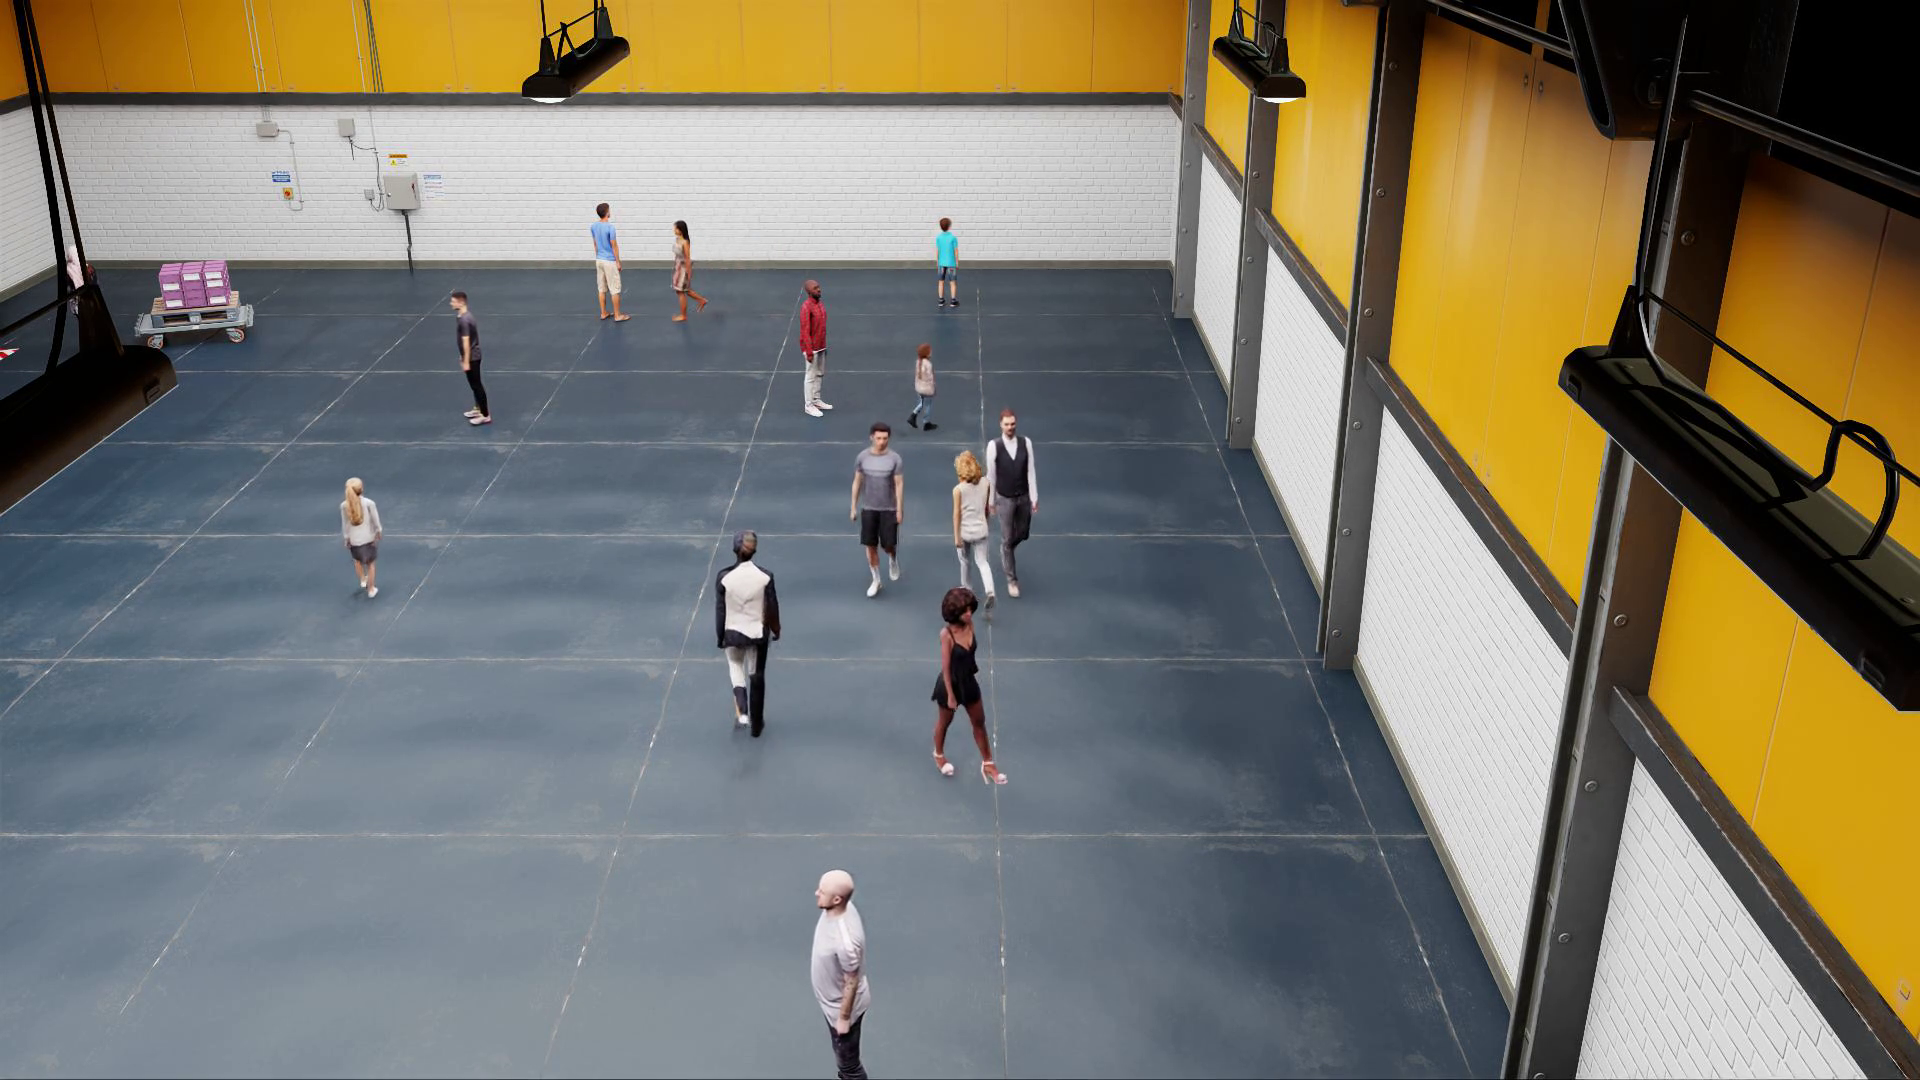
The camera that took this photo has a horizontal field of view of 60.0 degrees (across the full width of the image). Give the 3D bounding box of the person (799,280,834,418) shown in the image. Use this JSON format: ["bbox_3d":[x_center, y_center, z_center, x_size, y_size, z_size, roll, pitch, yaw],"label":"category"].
[{"bbox_3d":[-1.965,-2.604,22.292,0.806,1.819,0.676,10,26,22],"label":"person"}]

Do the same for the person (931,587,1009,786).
[{"bbox_3d":[-0.088,1.187,13.691,1.019,1.763,0.973,20,31,38],"label":"person"}]

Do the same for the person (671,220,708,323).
[{"bbox_3d":[-4.299,-4.274,26.355,0.920,1.625,0.919,-10,26,-23],"label":"person"}]

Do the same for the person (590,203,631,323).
[{"bbox_3d":[-5.594,-4.410,26.368,0.742,1.863,0.745,13,27,27],"label":"person"}]

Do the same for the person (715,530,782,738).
[{"bbox_3d":[-1.838,0.852,14.312,0.725,1.878,0.667,-2,24,-5],"label":"person"}]

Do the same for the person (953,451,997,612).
[{"bbox_3d":[0.161,-0.063,16.705,0.827,1.638,1.073,-9,25,-19],"label":"person"}]

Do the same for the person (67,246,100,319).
[{"bbox_3d":[-12.999,-3.565,24.717,0.752,1.638,0.806,-20,31,-38],"label":"person"}]

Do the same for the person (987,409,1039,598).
[{"bbox_3d":[0.530,-0.455,17.249,0.860,1.921,1.128,-7,25,-16],"label":"person"}]

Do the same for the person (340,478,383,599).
[{"bbox_3d":[-6.145,-0.007,17.052,0.547,1.258,0.713,-2,24,-4],"label":"person"}]

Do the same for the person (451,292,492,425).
[{"bbox_3d":[-6.462,-2.417,21.938,0.763,1.760,0.624,-11,26,-23],"label":"person"}]

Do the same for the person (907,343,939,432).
[{"bbox_3d":[-0.496,-1.978,21.649,0.706,1.187,0.677,-14,27,-29],"label":"person"}]

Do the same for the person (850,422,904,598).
[{"bbox_3d":[-0.801,-0.356,17.107,0.801,1.854,0.876,6,24,14],"label":"person"}]

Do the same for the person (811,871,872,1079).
[{"bbox_3d":[-0.699,2.765,9.997,0.762,1.830,0.574,-5,24,-11],"label":"person"}]

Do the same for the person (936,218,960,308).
[{"bbox_3d":[-0.211,-4.555,27.217,0.572,1.448,0.562,7,25,16],"label":"person"}]
